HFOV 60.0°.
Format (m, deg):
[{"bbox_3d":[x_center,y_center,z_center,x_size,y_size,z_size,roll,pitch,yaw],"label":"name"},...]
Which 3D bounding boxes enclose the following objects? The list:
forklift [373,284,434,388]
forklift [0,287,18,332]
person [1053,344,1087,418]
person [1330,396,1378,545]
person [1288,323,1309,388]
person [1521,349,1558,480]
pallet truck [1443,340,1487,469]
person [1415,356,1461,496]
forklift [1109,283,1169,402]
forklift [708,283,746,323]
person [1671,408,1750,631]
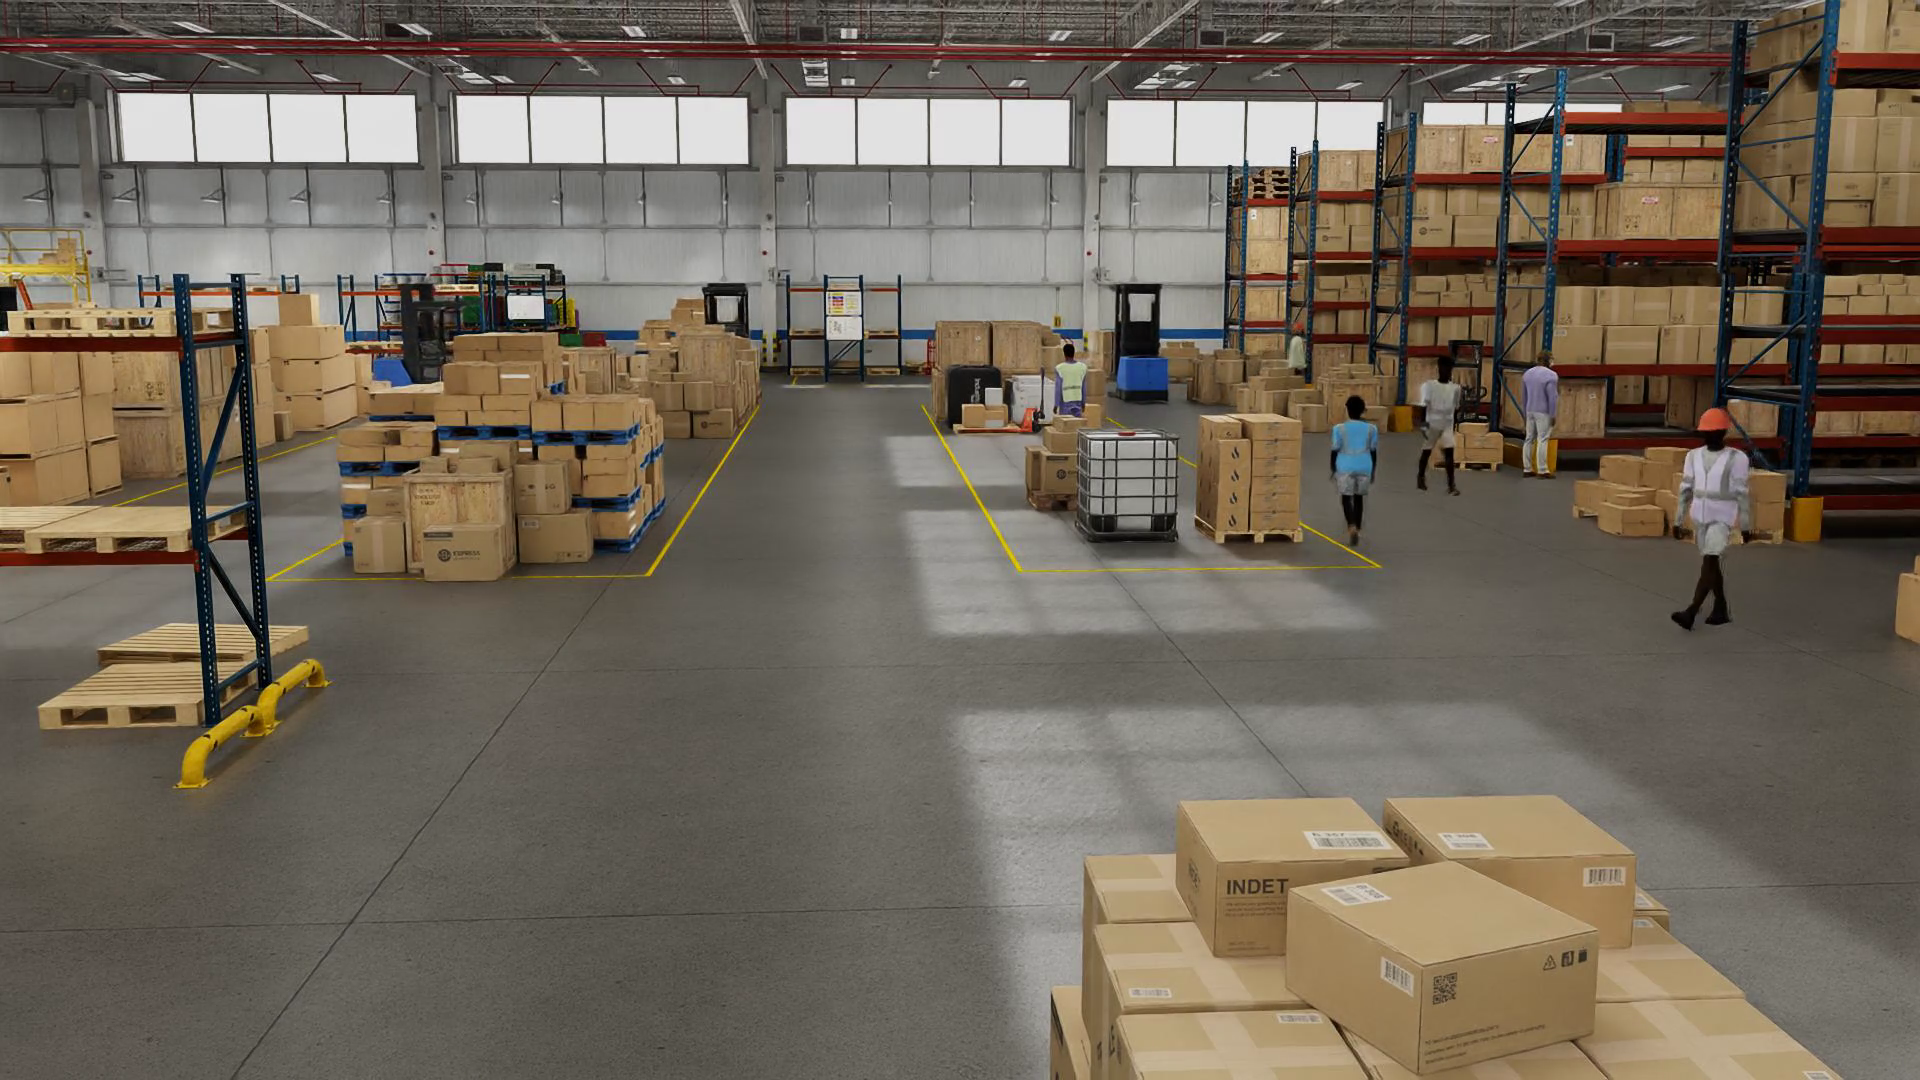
[{"bbox_3d":[-12.597,-4.554,38.626,1.873,2.768,1.129,2,9,15],"label":"forklift"},{"bbox_3d":[-16.256,-2.887,28.158,1.873,2.768,1.129,-1,9,-4],"label":"forklift"},{"bbox_3d":[1.801,-2.238,27.114,0.588,1.913,0.390,-4,10,-24],"label":"person"},{"bbox_3d":[4.452,-0.782,18.753,0.538,1.675,0.748,0,9,-2],"label":"person"},{"bbox_3d":[7.643,-3.906,37.456,1.028,1.944,0.607,0,9,-1],"label":"person"},{"bbox_3d":[8.609,-1.866,24.707,0.378,1.937,0.629,-5,10,-27],"label":"person"},{"bbox_3d":[8.004,-2.170,26.422,0.823,1.965,1.885,2,9,14],"label":"pallet truck"},{"bbox_3d":[6.632,-1.590,23.068,0.620,1.919,1.017,-1,9,-5],"label":"person"},{"bbox_3d":[4.319,-4.758,39.906,1.129,2.768,1.873,-1,9,-6],"label":"forklift"},{"bbox_3d":[-5.818,-5.043,41.696,1.129,2.768,1.873,-1,9,-4],"label":"forklift"},{"bbox_3d":[6.338,-0.168,14.155,0.989,1.888,0.572,-6,11,-33],"label":"person"}]
